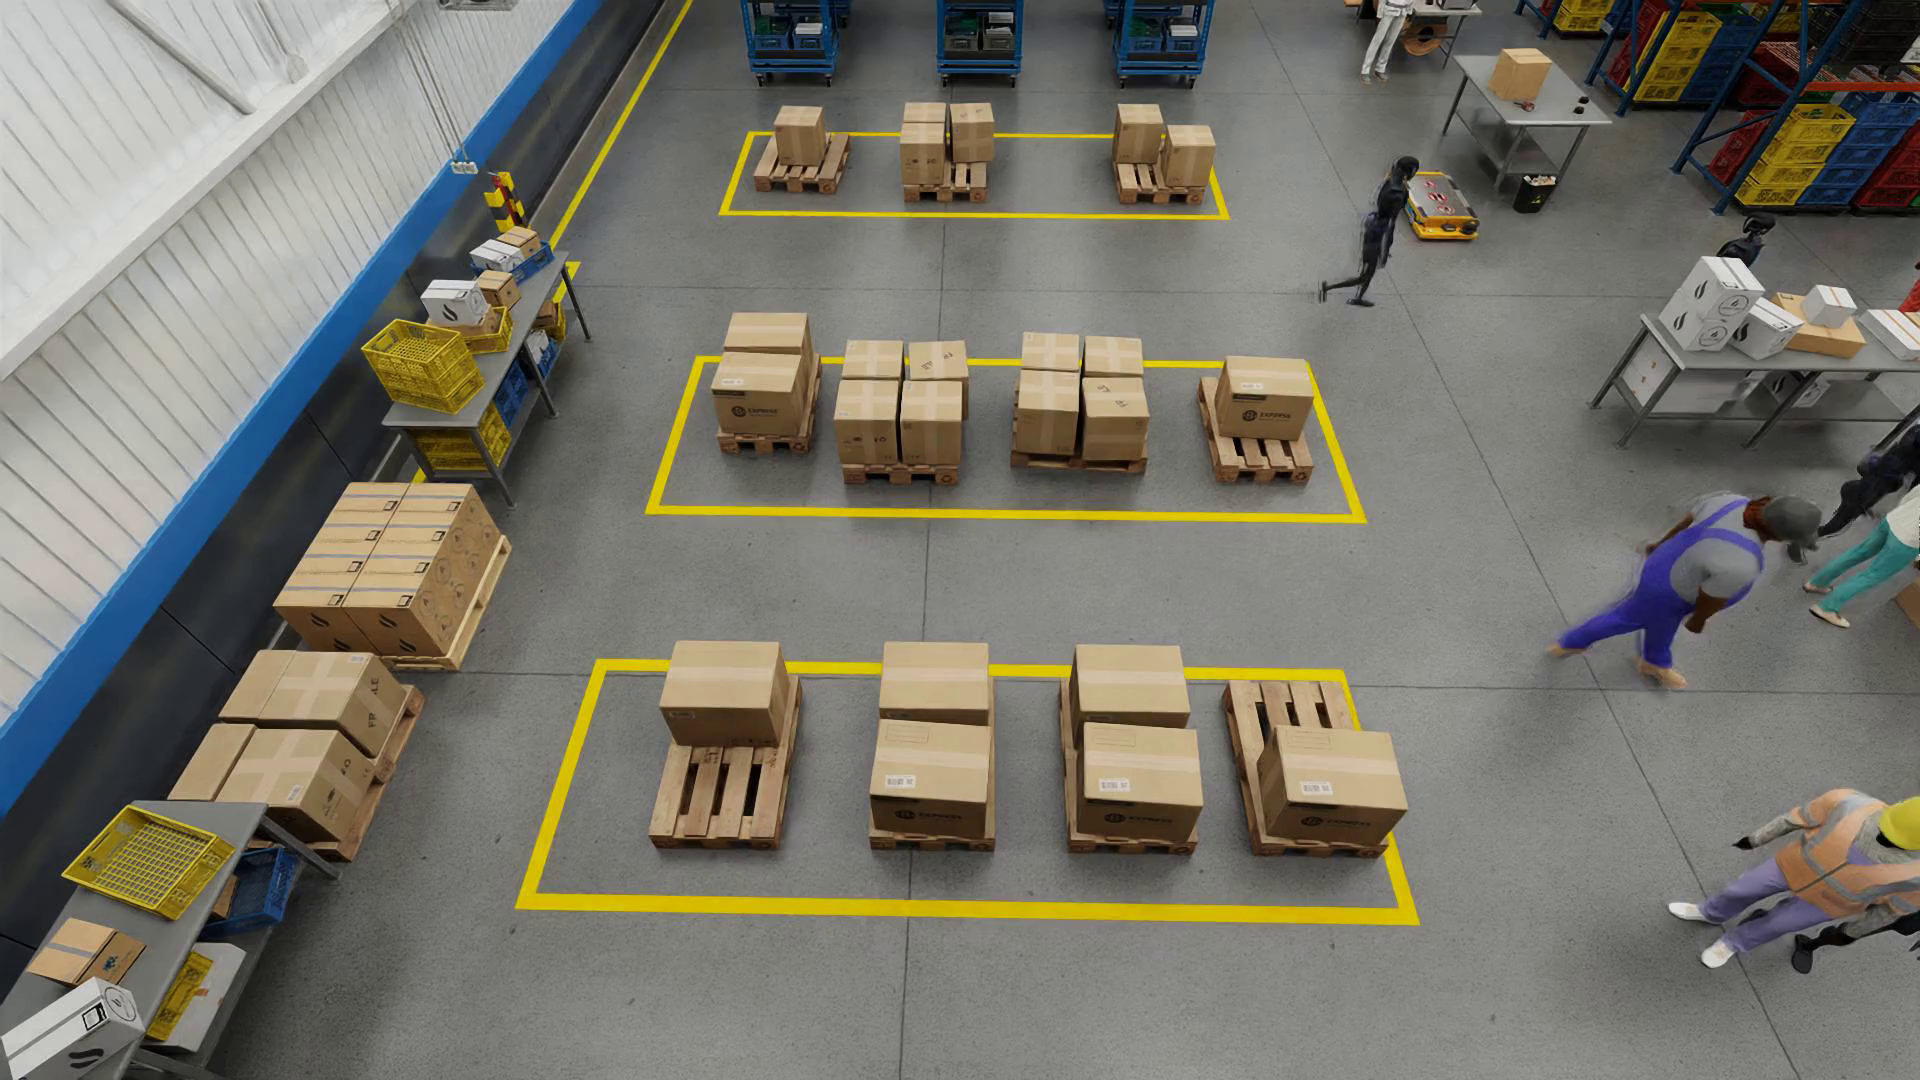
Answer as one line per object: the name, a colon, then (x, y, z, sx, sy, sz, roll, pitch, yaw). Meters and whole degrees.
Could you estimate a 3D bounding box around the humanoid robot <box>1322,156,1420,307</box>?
humanoid robot: (4.153, -3.079, 9.279, 0.552, 1.642, 0.577, 13, 50, 11)

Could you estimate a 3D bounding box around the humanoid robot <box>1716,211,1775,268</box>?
humanoid robot: (6.999, -2.290, 8.575, 0.614, 1.657, 0.308, -24, 53, -19)

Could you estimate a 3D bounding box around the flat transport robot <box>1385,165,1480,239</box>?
flat transport robot: (5.692, -4.094, 11.059, 0.652, 0.197, 1.431, 1, 49, 1)

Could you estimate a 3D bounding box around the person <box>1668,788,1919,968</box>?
person: (4.515, 1.821, 4.883, 0.434, 1.902, 0.613, -18, 51, -15)

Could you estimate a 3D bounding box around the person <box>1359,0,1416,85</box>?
person: (6.128, -7.437, 12.902, 0.582, 1.881, 0.340, -12, 50, -10)

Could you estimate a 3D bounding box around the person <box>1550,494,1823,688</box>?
person: (4.867, 0.285, 6.115, 0.856, 2.000, 0.718, 26, 54, 21)

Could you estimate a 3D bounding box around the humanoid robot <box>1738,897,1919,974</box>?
humanoid robot: (4.973, 1.920, 4.931, 0.321, 1.657, 0.606, -37, 59, -28)

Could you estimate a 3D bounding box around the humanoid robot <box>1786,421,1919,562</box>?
humanoid robot: (7.024, -0.429, 6.993, 0.610, 1.647, 0.367, -13, 50, -11)

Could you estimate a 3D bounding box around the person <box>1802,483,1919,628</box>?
person: (6.846, -0.054, 6.592, 0.331, 1.763, 0.546, 17, 51, 14)

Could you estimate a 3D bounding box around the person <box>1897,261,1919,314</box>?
person: (9.544, -2.704, 8.732, 0.609, 1.995, 0.375, 3, 49, 2)
